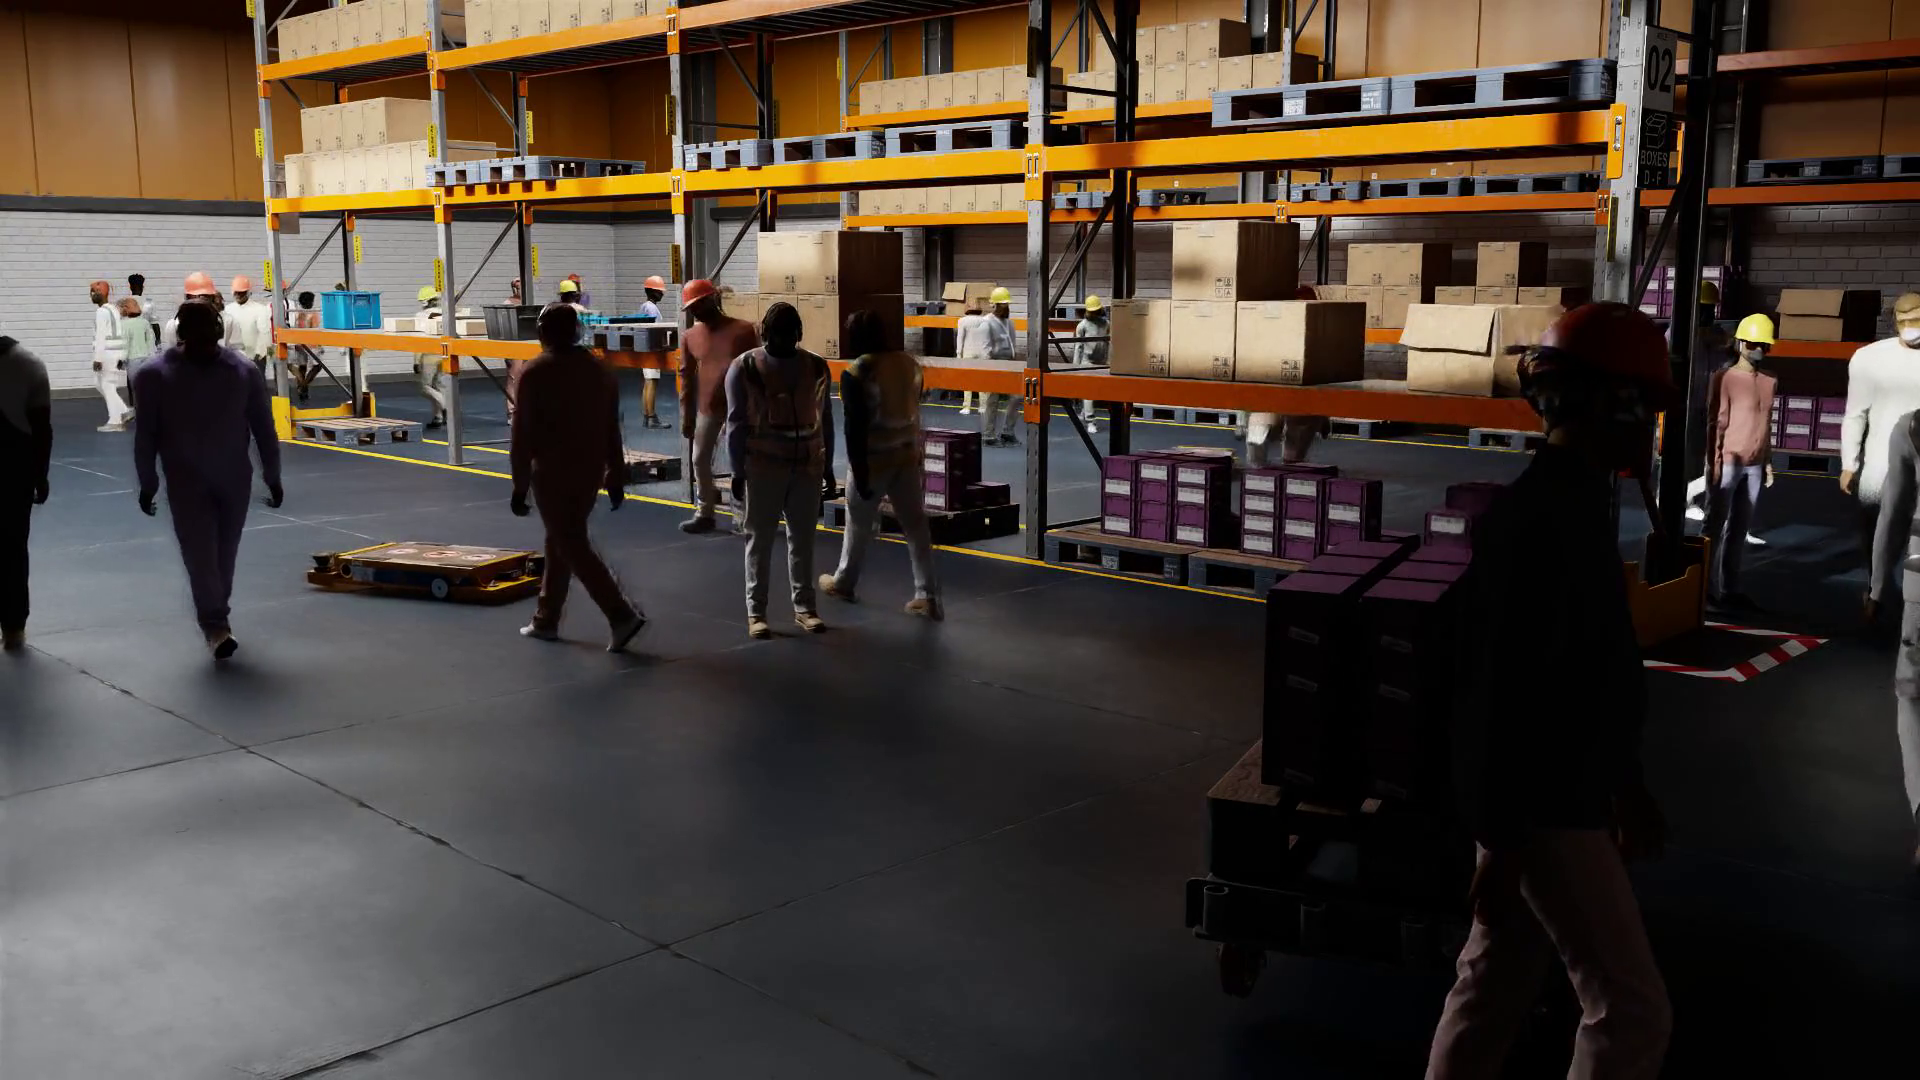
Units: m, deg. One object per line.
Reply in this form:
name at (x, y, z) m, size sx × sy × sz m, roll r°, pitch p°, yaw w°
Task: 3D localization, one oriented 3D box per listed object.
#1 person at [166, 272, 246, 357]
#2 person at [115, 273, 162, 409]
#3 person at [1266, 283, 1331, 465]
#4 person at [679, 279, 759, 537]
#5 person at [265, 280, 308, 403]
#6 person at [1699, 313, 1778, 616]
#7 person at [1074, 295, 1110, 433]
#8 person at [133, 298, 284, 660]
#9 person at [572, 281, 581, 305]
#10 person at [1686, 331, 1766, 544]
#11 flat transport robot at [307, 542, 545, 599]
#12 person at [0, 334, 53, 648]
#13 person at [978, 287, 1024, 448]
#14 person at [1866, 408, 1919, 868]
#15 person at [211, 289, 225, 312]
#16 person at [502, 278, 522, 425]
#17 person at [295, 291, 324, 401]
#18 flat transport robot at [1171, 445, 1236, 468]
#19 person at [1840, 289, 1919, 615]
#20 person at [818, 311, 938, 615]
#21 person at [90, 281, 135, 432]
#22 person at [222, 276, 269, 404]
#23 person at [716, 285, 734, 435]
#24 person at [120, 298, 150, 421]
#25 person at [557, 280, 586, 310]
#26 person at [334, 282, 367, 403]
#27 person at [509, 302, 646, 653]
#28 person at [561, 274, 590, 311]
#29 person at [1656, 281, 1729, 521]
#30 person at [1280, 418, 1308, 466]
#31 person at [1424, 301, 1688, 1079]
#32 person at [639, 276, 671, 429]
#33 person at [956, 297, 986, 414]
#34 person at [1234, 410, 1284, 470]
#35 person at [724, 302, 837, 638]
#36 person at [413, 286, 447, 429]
person at (-6.560, -1.330, 14.500) m, size 0.619 × 2.011 × 0.991 m, roll -8°, pitch 12°, yaw -41°
person at (-11.847, -2.862, 24.024) m, size 0.607 × 1.958 × 0.379 m, roll -1°, pitch 9°, yaw -7°
person at (2.502, -0.929, 12.295) m, size 0.401 × 1.920 × 0.544 m, roll 8°, pitch 12°, yaw 39°
person at (-1.806, -0.987, 12.578) m, size 0.720 × 1.946 × 0.408 m, roll 0°, pitch 9°, yaw 3°
person at (-10.140, -2.984, 24.930) m, size 0.635 × 1.906 × 0.571 m, roll 6°, pitch 11°, yaw 31°
person at (4.583, -0.440, 9.758) m, size 0.526 × 1.765 × 0.329 m, roll -5°, pitch 10°, yaw -26°
person at (1.631, -2.205, 20.773) m, size 0.542 × 1.704 × 0.745 m, roll -5°, pitch 11°, yaw -29°
person at (-3.880, -0.315, 8.676) m, size 0.677 × 1.856 × 0.964 m, roll -7°, pitch 12°, yaw -39°
person at (-5.396, -2.601, 22.722) m, size 0.961 × 1.880 × 0.586 m, roll 0°, pitch 9°, yaw 3°
person at (5.649, -0.790, 12.362) m, size 0.702 × 1.607 × 0.520 m, roll 8°, pitch 12°, yaw 41°
flat transport robot at (-3.345, 0.178, 10.531) m, size 1.431 × 0.197 × 0.652 m, roll 4°, pitch 10°, yaw 22°
person at (-5.111, -0.405, 8.693) m, size 0.693 × 2.000 × 0.671 m, roll -6°, pitch 11°, yaw -32°
person at (0.492, -1.931, 18.744) m, size 0.548 × 1.811 × 0.616 m, roll 8°, pitch 12°, yaw 39°
person at (3.369, 0.199, 5.559) m, size 0.579 × 1.860 × 0.814 m, roll 5°, pitch 10°, yaw 26°
person at (-7.755, -1.709, 17.362) m, size 0.514 × 1.825 × 0.728 m, roll -4°, pitch 10°, yaw -22°
person at (-5.659, -2.428, 21.511) m, size 0.399 × 1.908 × 0.643 m, roll 4°, pitch 10°, yaw 23°
person at (-9.985, -2.946, 25.358) m, size 0.582 × 1.679 × 0.405 m, roll 4°, pitch 10°, yaw 22°
flat transport robot at (2.329, -0.761, 16.287) m, size 0.652 × 0.197 × 1.431 m, roll 2°, pitch 9°, yaw 13°
person at (5.177, -0.409, 9.101) m, size 0.670 × 1.917 × 0.589 m, roll 4°, pitch 10°, yaw 25°
person at (-0.477, -0.451, 9.794) m, size 0.636 × 1.777 × 0.996 m, roll -8°, pitch 12°, yaw -39°
person at (-10.621, -2.272, 20.668) m, size 0.409 × 1.874 × 0.582 m, roll -3°, pitch 10°, yaw -15°
person at (-8.941, -2.333, 20.830) m, size 0.608 × 1.929 × 1.074 m, roll -1°, pitch 9°, yaw -3°
person at (-2.810, -2.158, 20.112) m, size 0.622 × 1.833 × 0.431 m, roll 6°, pitch 11°, yaw 33°
person at (-10.983, -2.398, 22.155) m, size 0.278 × 1.634 × 0.497 m, roll 3°, pitch 10°, yaw 16°
person at (-5.133, -2.528, 22.249) m, size 0.984 × 1.880 × 0.594 m, roll 2°, pitch 9°, yaw 11°
person at (-9.136, -2.965, 25.081) m, size 0.346 × 1.828 × 0.738 m, roll 1°, pitch 9°, yaw 4°
person at (-2.042, -0.329, 8.837) m, size 0.936 × 1.858 × 0.656 m, roll 6°, pitch 11°, yaw 33°
person at (-7.270, -4.065, 31.470) m, size 0.552 × 1.931 × 0.372 m, roll -4°, pitch 10°, yaw -25°
person at (5.904, -1.096, 13.294) m, size 0.668 × 1.929 × 0.407 m, roll -3°, pitch 10°, yaw -19°
person at (3.349, -1.595, 16.863) m, size 0.552 × 1.745 × 0.375 m, roll -9°, pitch 13°, yaw -44°
person at (1.247, 0.524, 3.260) m, size 0.749 × 1.950 × 0.612 m, roll 3°, pitch 10°, yaw 19°
person at (-3.883, -2.375, 21.117) m, size 0.374 × 1.930 × 0.542 m, roll -3°, pitch 10°, yaw -19°
person at (0.190, -2.569, 23.232) m, size 0.501 × 1.627 × 0.273 m, roll -4°, pitch 10°, yaw -25°
person at (2.342, -0.912, 13.049) m, size 0.375 × 1.622 × 0.544 m, roll 8°, pitch 12°, yaw 40°
person at (-0.972, -0.385, 9.186) m, size 0.637 × 1.840 × 0.429 m, roll -5°, pitch 10°, yaw -26°
person at (-6.554, -2.270, 20.838) m, size 0.557 × 1.808 × 0.620 m, roll 5°, pitch 10°, yaw 27°
